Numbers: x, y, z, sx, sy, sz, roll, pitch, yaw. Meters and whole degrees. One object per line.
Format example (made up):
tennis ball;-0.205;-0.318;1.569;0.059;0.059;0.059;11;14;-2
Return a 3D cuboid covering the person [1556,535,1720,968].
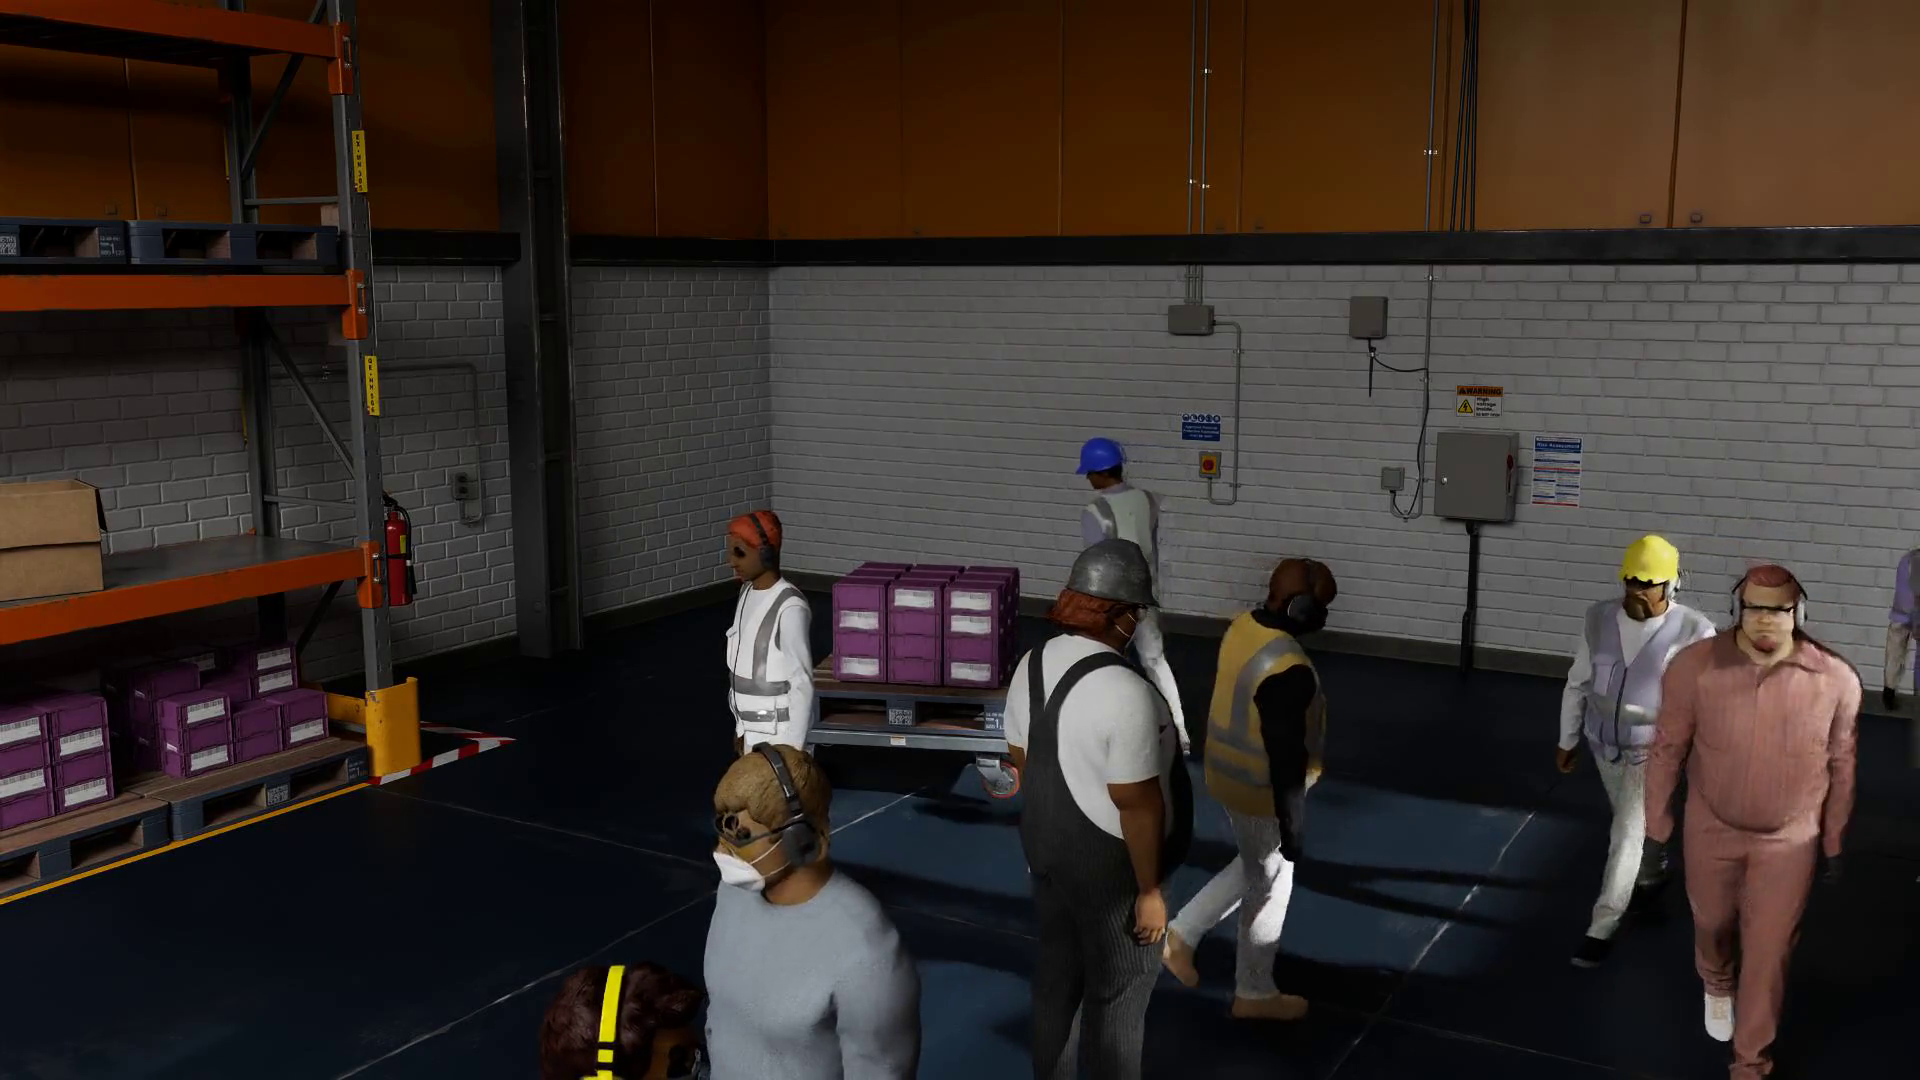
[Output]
person;2.882;0.840;7.072;0.986;1.779;0.611;-8;12;-41

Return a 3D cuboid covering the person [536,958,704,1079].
person;-0.506;1.522;2.470;0.332;1.866;0.514;-6;11;-35

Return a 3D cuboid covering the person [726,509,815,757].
person;-0.789;0.803;6.890;0.362;1.887;0.575;-5;10;-27

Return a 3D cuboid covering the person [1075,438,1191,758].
person;1.002;0.343;9.757;0.662;1.890;0.963;-6;11;-32

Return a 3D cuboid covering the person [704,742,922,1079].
person;-0.332;1.341;3.389;0.371;1.933;0.627;-7;12;-38

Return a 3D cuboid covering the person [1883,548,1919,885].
person;4.710;0.647;7.833;0.660;1.901;0.626;-7;12;-39

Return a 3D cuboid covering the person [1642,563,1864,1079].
person;2.761;0.983;5.839;0.655;1.868;0.958;5;10;28

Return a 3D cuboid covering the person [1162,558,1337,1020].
person;1.079;0.952;6.215;0.592;1.811;0.679;-1;9;-5
